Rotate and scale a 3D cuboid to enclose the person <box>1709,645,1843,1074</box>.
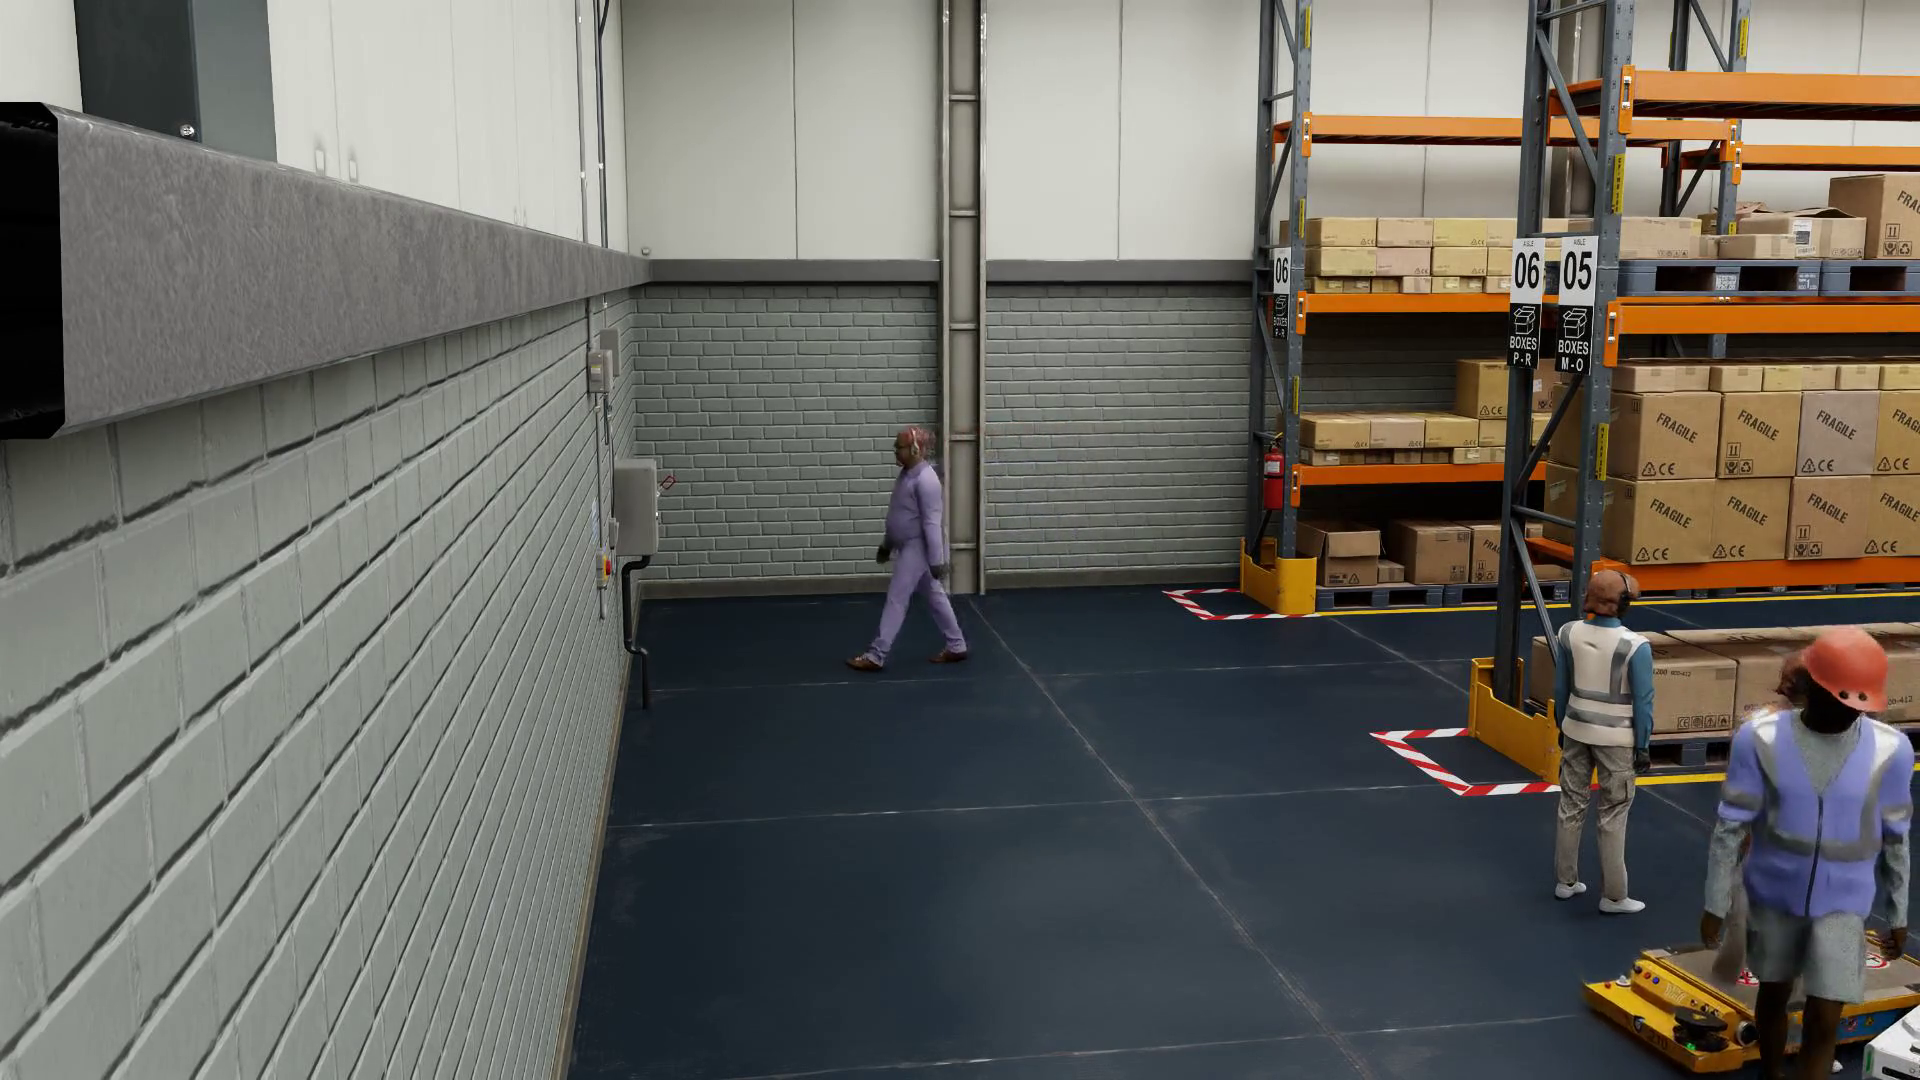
[{"bbox_3d":[3.177,1.196,6.390,0.556,1.616,0.510,-2,9,-12],"label":"person"}]

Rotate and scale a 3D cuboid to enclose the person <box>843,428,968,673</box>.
[{"bbox_3d":[-0.379,0.073,12.639,1.013,1.853,0.644,-2,9,-11],"label":"person"}]

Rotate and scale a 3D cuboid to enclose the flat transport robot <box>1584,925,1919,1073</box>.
[{"bbox_3d":[3.336,1.822,6.702,1.431,0.197,0.652,-3,10,-16],"label":"flat transport robot"}]

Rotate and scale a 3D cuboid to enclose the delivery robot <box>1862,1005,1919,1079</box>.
[{"bbox_3d":[3.424,1.787,5.759,0.707,0.478,0.477,-8,12,-40],"label":"delivery robot"}]

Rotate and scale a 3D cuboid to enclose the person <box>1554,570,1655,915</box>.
[{"bbox_3d":[3.036,0.949,7.876,0.309,1.640,0.513,-6,11,-34],"label":"person"}]

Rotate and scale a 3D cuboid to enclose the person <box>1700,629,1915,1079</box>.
[{"bbox_3d":[2.785,1.215,5.484,0.621,1.875,0.895,4,10,25],"label":"person"}]
